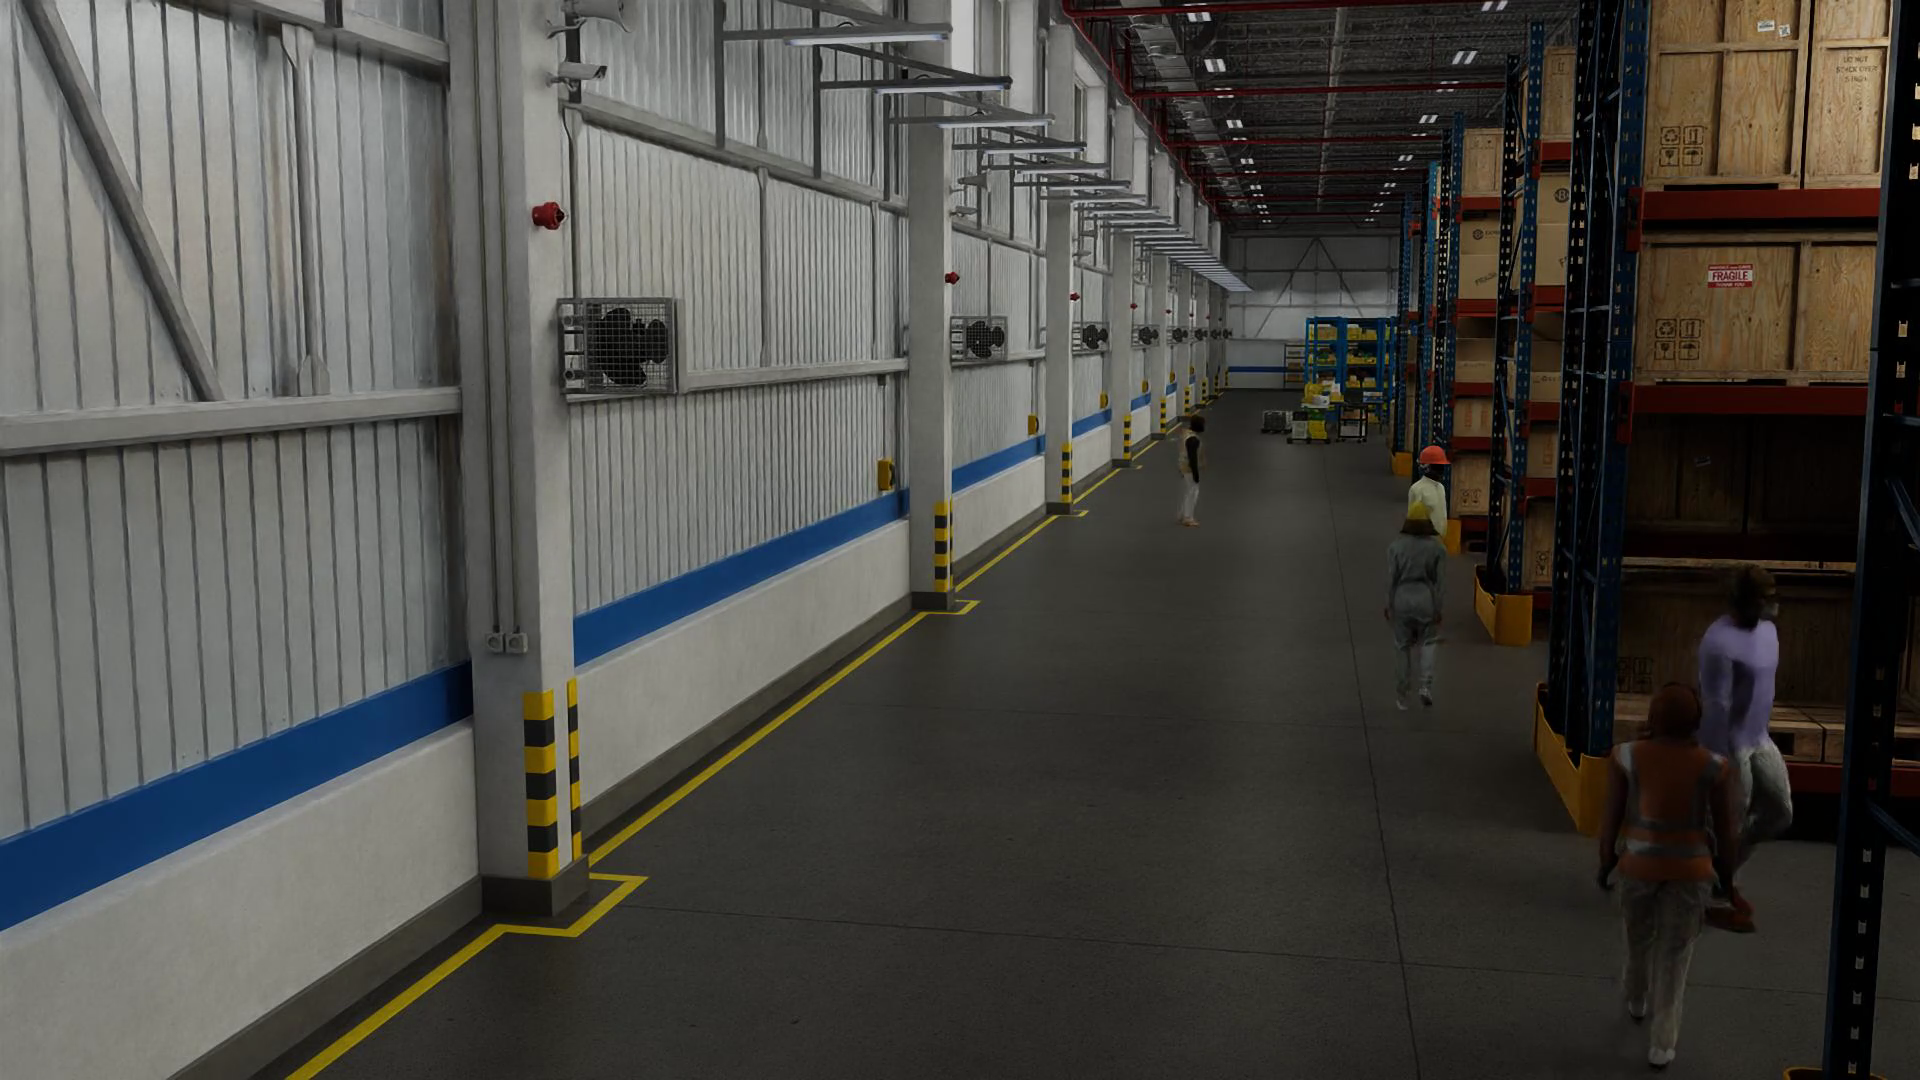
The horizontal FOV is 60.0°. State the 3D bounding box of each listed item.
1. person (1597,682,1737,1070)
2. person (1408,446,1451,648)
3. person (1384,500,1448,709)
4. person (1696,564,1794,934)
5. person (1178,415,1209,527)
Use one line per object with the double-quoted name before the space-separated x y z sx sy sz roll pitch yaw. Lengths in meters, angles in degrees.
"person" 3.073 1.404 7.211 0.534 1.602 0.803 4 8 30
"person" 4.618 0.065 16.383 0.382 1.995 0.612 6 9 39
"person" 3.740 0.537 13.682 0.493 1.730 0.392 2 7 13
"person" 4.042 1.075 8.583 0.650 1.920 0.449 -6 9 -38
"person" 3.712 -1.096 26.471 0.477 1.803 0.706 1 7 9
